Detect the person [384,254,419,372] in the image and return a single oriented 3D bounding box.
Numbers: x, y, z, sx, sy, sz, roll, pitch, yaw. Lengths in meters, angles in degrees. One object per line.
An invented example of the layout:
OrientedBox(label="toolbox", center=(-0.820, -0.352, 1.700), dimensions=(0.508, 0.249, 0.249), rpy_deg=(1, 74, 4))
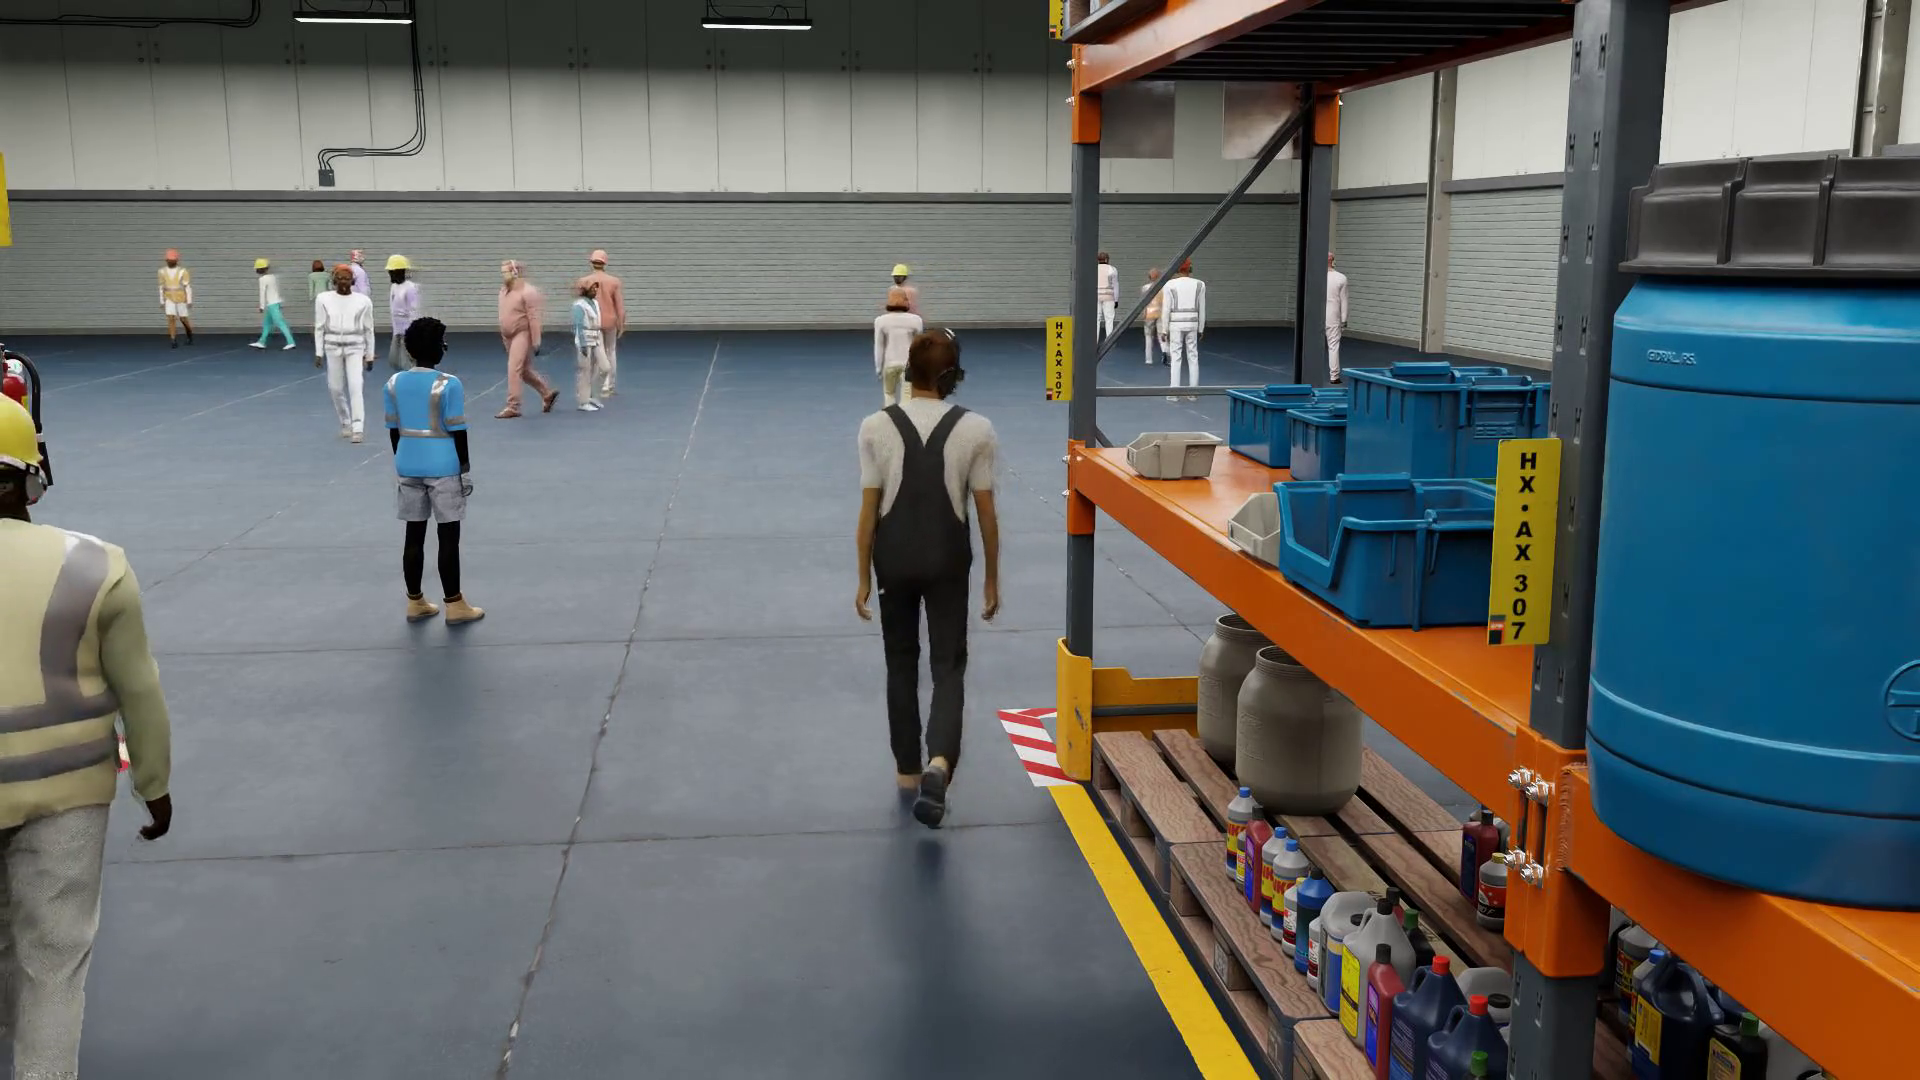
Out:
OrientedBox(label="person", center=(-6.964, -2.625, 20.909), dimensions=(0.484, 1.912, 0.615), rpy_deg=(-8, 13, -38))

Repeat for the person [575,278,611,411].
OrientedBox(label="person", center=(-4.518, -2.384, 20.369), dimensions=(0.409, 1.621, 0.540), rpy_deg=(3, 11, 14))

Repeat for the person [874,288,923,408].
OrientedBox(label="person", center=(-0.617, -1.778, 17.115), dimensions=(0.515, 1.610, 0.705), rpy_deg=(0, 10, 1))

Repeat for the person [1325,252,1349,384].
OrientedBox(label="person", center=(5.333, -3.222, 24.212), dimensions=(0.642, 1.906, 0.410), rpy_deg=(4, 11, 21))

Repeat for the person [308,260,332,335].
OrientedBox(label="person", center=(-13.819, -5.229, 35.957), dimensions=(0.498, 1.633, 0.278), rpy_deg=(-9, 14, -41))

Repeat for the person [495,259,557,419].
OrientedBox(label="person", center=(-5.211, -2.408, 19.840), dimensions=(0.641, 1.873, 0.896), rpy_deg=(9, 14, 41))

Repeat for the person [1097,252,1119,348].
OrientedBox(label="person", center=(2.758, -4.614, 32.033), dimensions=(0.621, 1.838, 0.429), rpy_deg=(3, 11, 16))

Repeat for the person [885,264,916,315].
OrientedBox(label="person", center=(-0.844, -3.266, 24.926), dimensions=(0.838, 1.732, 0.524), rpy_deg=(-9, 14, -42))

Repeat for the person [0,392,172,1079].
OrientedBox(label="person", center=(-2.164, 0.542, 3.871), dimensions=(0.622, 1.788, 0.919), rpy_deg=(-3, 11, -16))

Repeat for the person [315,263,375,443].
OrientedBox(label="person", center=(-6.445, -1.965, 17.457), dimensions=(0.588, 1.858, 0.798), rpy_deg=(-2, 11, -11))

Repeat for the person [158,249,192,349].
OrientedBox(label="person", center=(-15.108, -4.657, 32.072), dimensions=(0.551, 1.916, 0.796), rpy_deg=(-2, 11, -13))

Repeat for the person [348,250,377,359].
OrientedBox(label="person", center=(-10.569, -4.140, 29.247), dimensions=(0.642, 1.905, 0.399), rpy_deg=(10, 14, 44))

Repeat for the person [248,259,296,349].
OrientedBox(label="person", center=(-13.042, -4.456, 31.481), dimensions=(0.859, 1.713, 0.532), rpy_deg=(-1, 10, -7))

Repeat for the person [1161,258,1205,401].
OrientedBox(label="person", center=(2.900, -2.739, 21.626), dimensions=(0.575, 1.881, 0.356), rpy_deg=(-1, 10, -8))

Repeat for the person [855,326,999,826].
OrientedBox(label="person", center=(-0.124, 0.132, 6.105), dimensions=(0.538, 1.815, 0.804), rpy_deg=(0, 10, 1))

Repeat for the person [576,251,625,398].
OrientedBox(label="person", center=(-4.837, -2.903, 22.359), dimensions=(0.607, 1.938, 0.974), rpy_deg=(-4, 11, -19))

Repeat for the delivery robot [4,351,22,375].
OrientedBox(label="delivery robot", center=(-13.213, -2.378, 23.027), dimensions=(0.477, 0.478, 0.707), rpy_deg=(-5, 11, -24))

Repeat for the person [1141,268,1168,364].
OrientedBox(label="person", center=(3.272, -3.720, 27.703), dimensions=(0.521, 1.615, 0.633), rpy_deg=(-2, 11, -10))

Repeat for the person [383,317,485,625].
OrientedBox(label="person", center=(-2.912, -0.376, 9.181), dimensions=(0.537, 1.696, 0.317), rpy_deg=(4, 11, 22))
